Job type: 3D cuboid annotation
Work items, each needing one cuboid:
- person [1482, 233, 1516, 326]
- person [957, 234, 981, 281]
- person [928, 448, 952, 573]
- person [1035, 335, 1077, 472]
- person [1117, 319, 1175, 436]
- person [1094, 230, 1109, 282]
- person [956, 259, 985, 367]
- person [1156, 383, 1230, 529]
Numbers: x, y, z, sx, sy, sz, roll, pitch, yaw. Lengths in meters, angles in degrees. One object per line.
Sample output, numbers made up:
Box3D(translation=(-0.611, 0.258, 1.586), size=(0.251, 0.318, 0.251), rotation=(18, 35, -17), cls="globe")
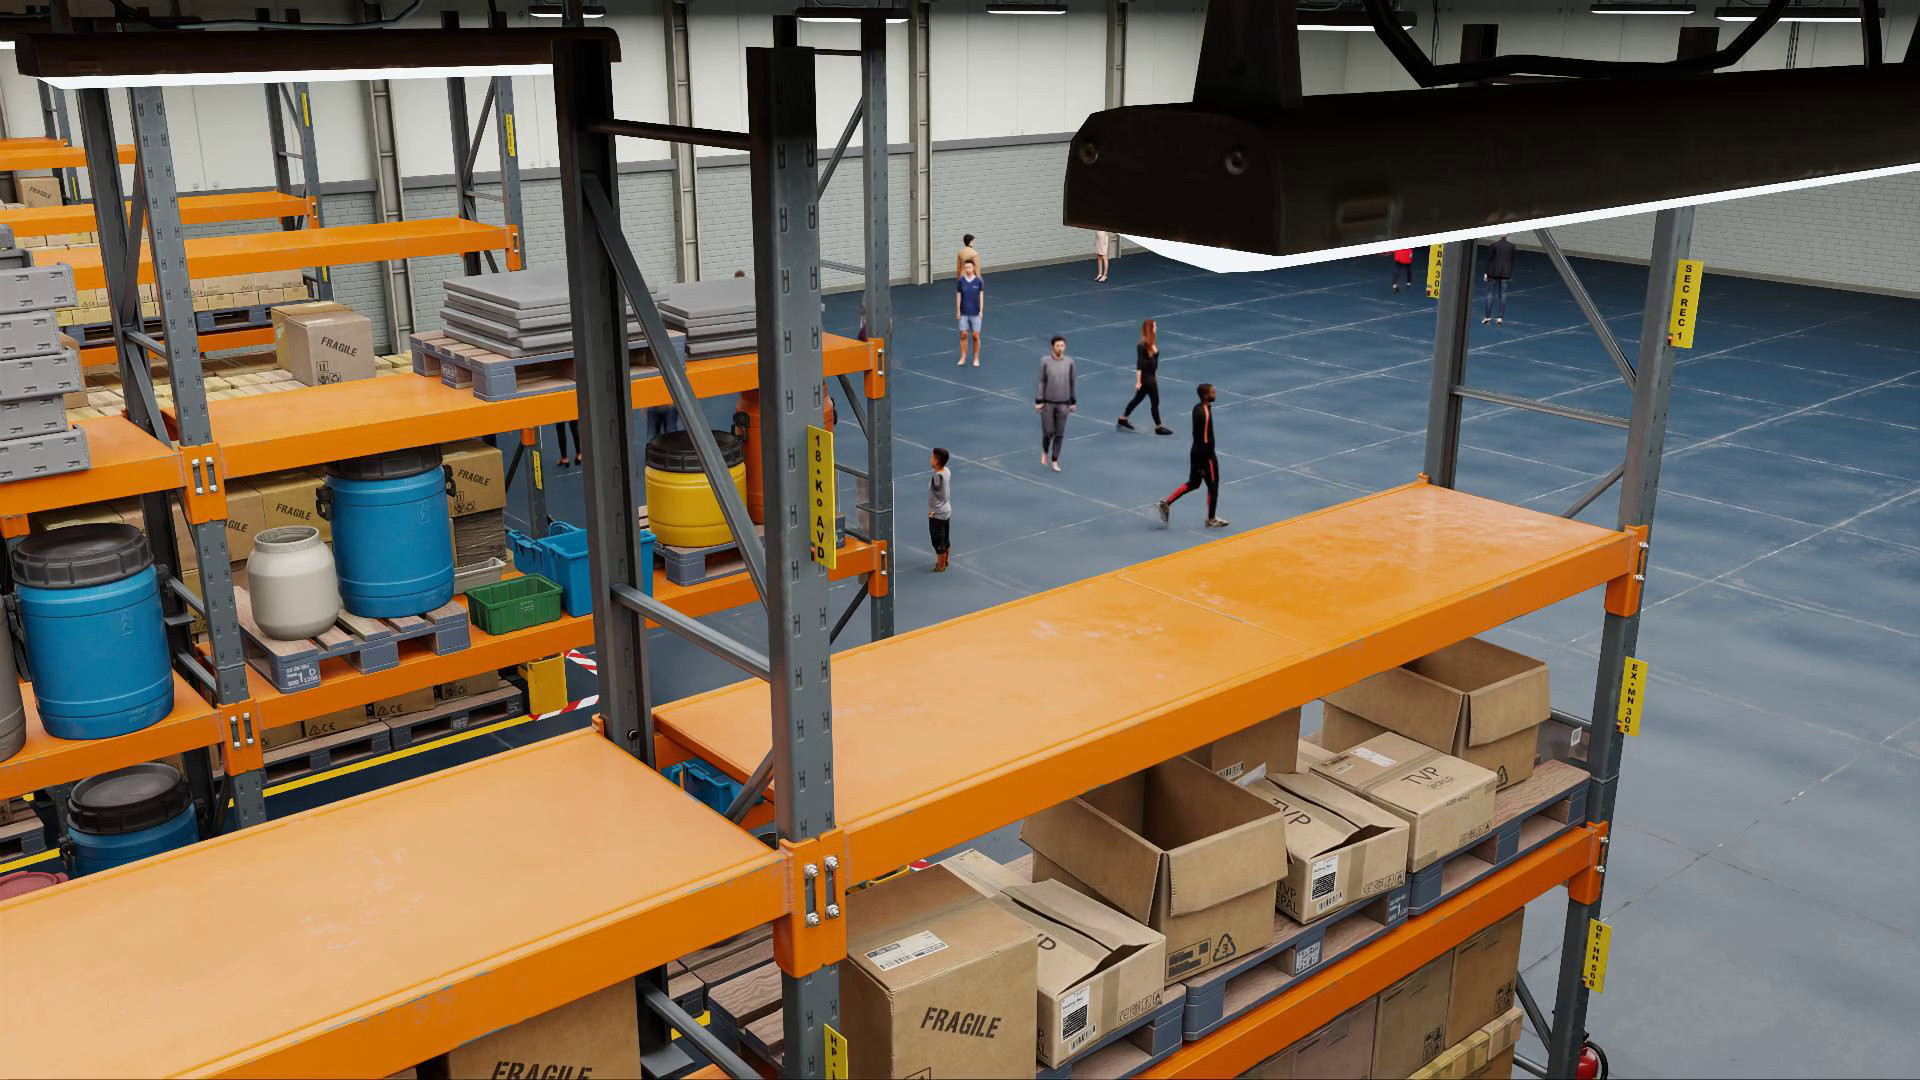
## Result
Box3D(translation=(9.511, -4.705, 29.487), size=(0.823, 1.779, 0.784), rotation=(3, 18, 8), cls="person")
Box3D(translation=(0.161, -5.144, 32.681), size=(0.726, 1.727, 0.726), rotation=(10, 21, 29), cls="person")
Box3D(translation=(-0.223, -0.383, 18.497), size=(0.705, 1.457, 0.611), rotation=(5, 19, 15), cls="person")
Box3D(translation=(1.262, -1.870, 22.454), size=(0.785, 1.835, 0.897), rotation=(-4, 18, -11), cls="person")
Box3D(translation=(2.640, -2.373, 24.255), size=(0.989, 1.675, 1.147), rotation=(9, 20, 25), cls="person")
Box3D(translation=(3.199, -6.740, 37.420), size=(0.530, 1.828, 0.571), rotation=(-12, 22, -34), cls="person")
Box3D(translation=(0.178, -3.948, 28.815), size=(0.702, 1.846, 0.742), rotation=(3, 18, 10), cls="person")
Box3D(translation=(2.796, -0.982, 19.824), size=(1.202, 1.774, 0.976), rotation=(-3, 18, -9), cls="person")
